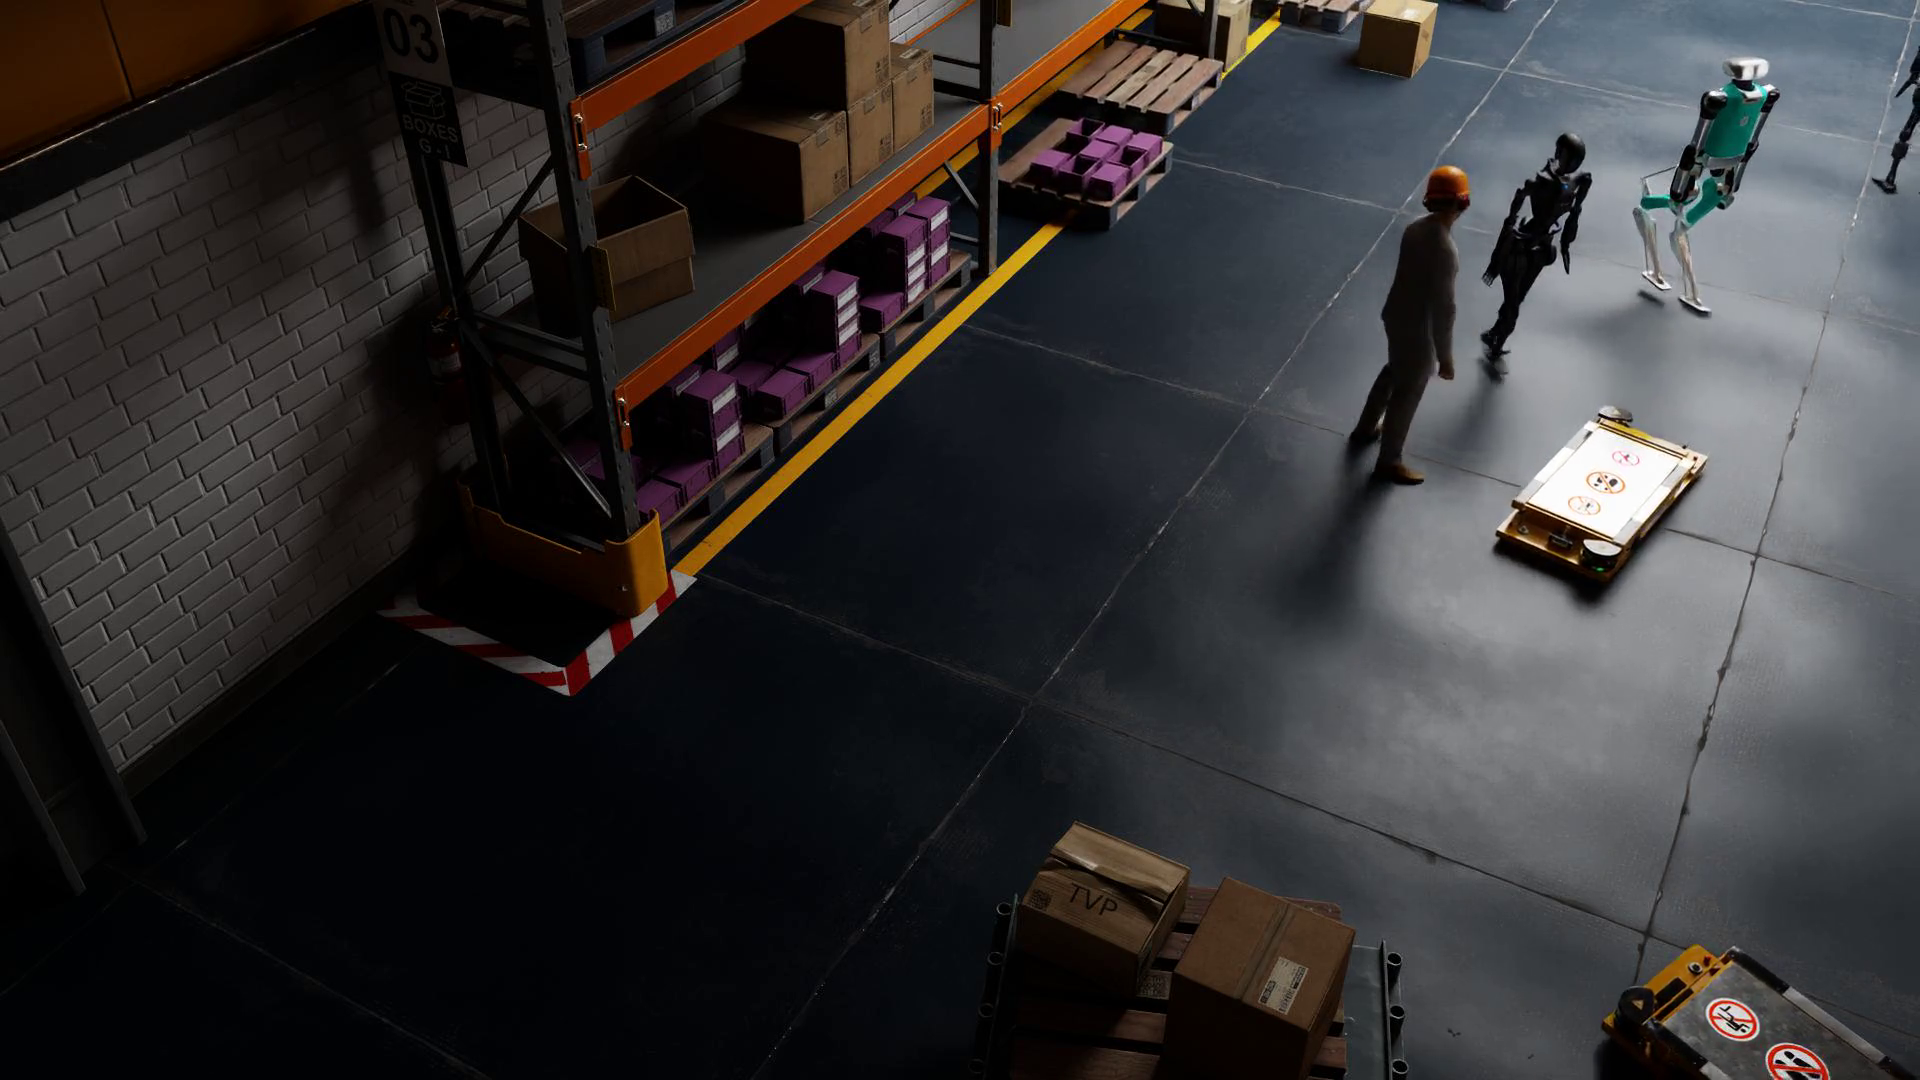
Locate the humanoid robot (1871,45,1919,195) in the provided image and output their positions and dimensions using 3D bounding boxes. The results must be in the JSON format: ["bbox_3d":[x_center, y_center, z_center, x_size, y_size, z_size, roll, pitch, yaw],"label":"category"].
[{"bbox_3d":[7.284,-3.352,12.281,0.602,1.640,0.355,21,43,24],"label":"humanoid robot"}]

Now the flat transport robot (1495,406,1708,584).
[{"bbox_3d":[3.718,-0.284,9.575,0.659,0.231,1.431,28,46,30],"label":"flat transport robot"}]

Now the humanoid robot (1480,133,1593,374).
[{"bbox_3d":[3.556,-1.839,10.412,0.593,1.621,0.526,-13,41,-16],"label":"humanoid robot"}]

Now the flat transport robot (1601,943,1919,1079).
[{"bbox_3d":[3.317,2.181,6.493,0.659,0.231,1.431,-25,45,-28],"label":"flat transport robot"}]

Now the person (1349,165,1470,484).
[{"bbox_3d":[2.587,-1.184,9.424,0.410,1.874,0.763,-2,39,-2],"label":"person"}]

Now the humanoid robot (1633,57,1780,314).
[{"bbox_3d":[4.850,-2.404,11.047,0.543,1.788,0.800,-11,40,-14],"label":"humanoid robot"}]
